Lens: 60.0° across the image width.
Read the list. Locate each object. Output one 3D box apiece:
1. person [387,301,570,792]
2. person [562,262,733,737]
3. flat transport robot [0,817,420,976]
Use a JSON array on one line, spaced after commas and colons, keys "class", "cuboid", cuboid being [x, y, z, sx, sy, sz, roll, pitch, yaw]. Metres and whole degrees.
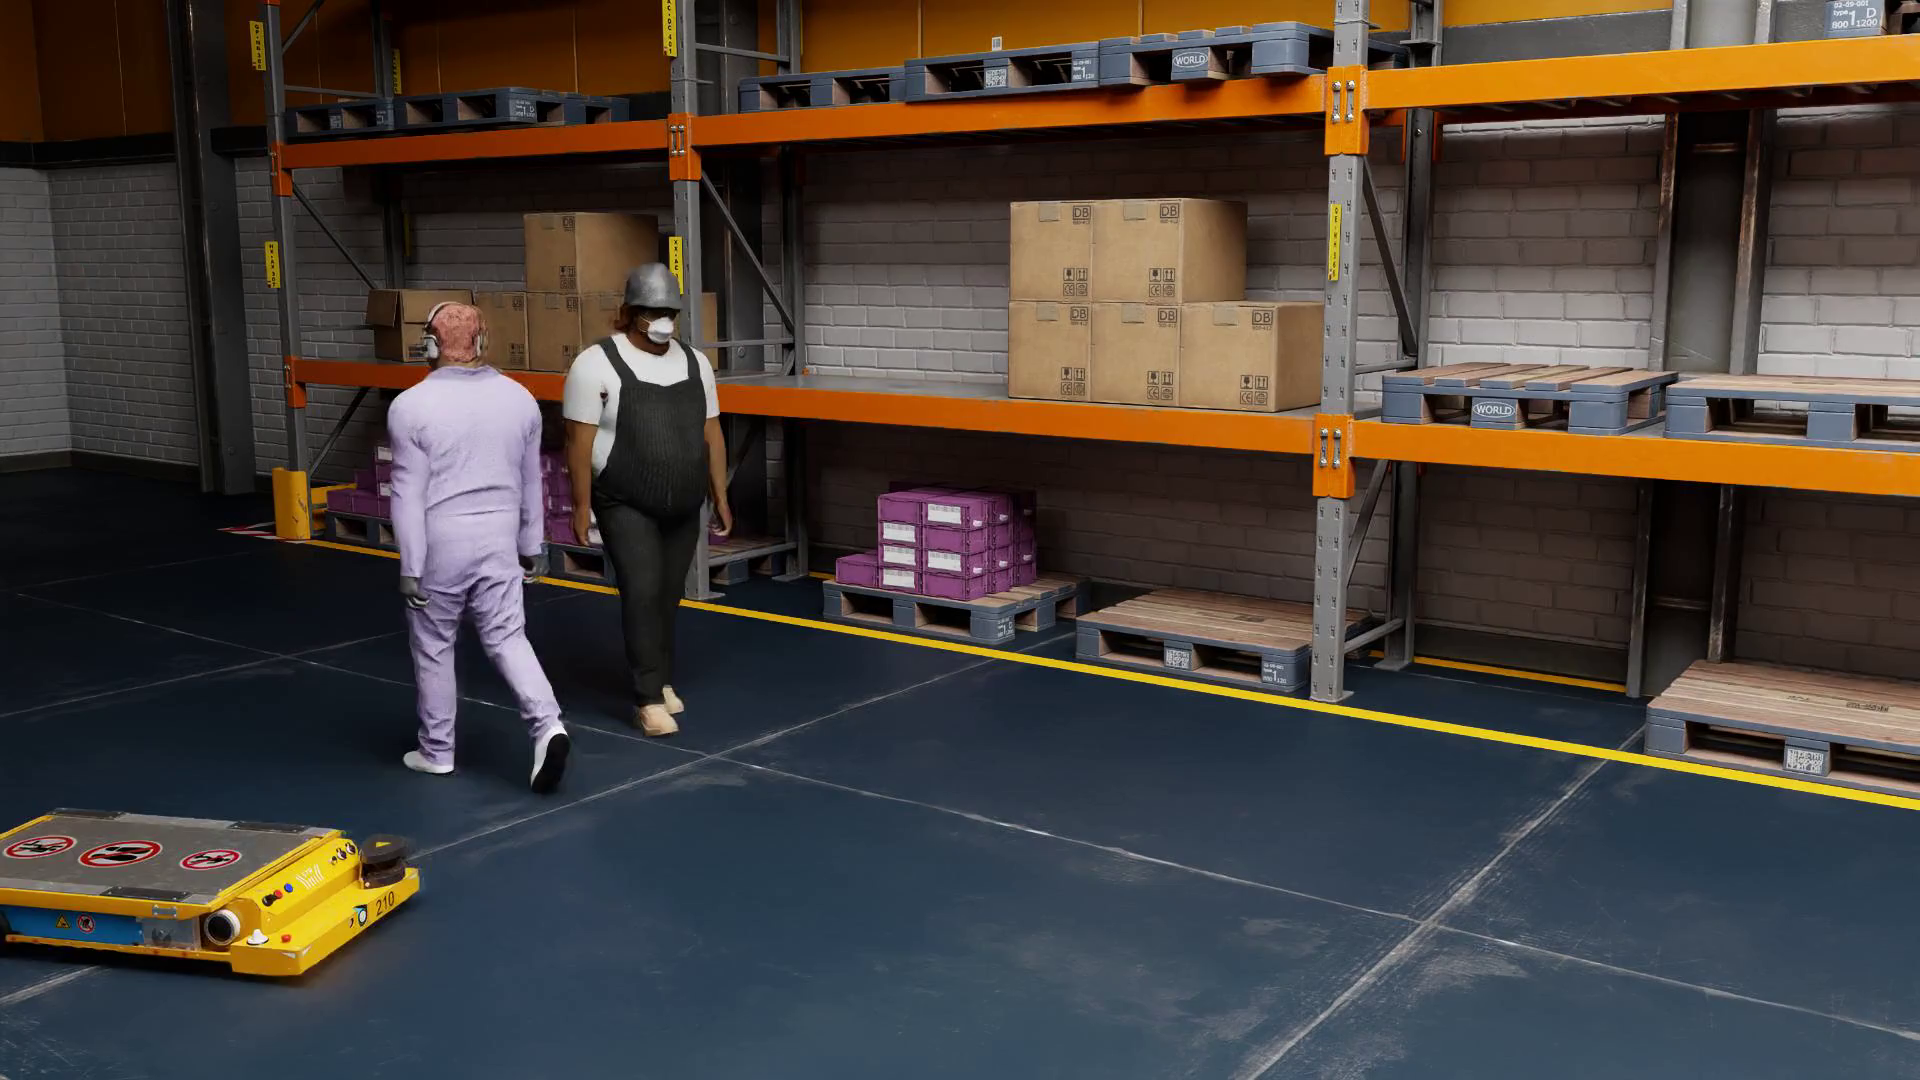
[{"class": "person", "cuboid": [-1.850, 0.032, 6.345, 0.868, 1.877, 0.653, 9, 13, 42]}, {"class": "person", "cuboid": [-1.277, -0.192, 7.185, 0.706, 2.000, 0.814, -8, 12, -40]}, {"class": "flat transport robot", "cuboid": [-2.468, 1.047, 5.063, 1.431, 0.197, 0.652, 2, 10, 11]}]
